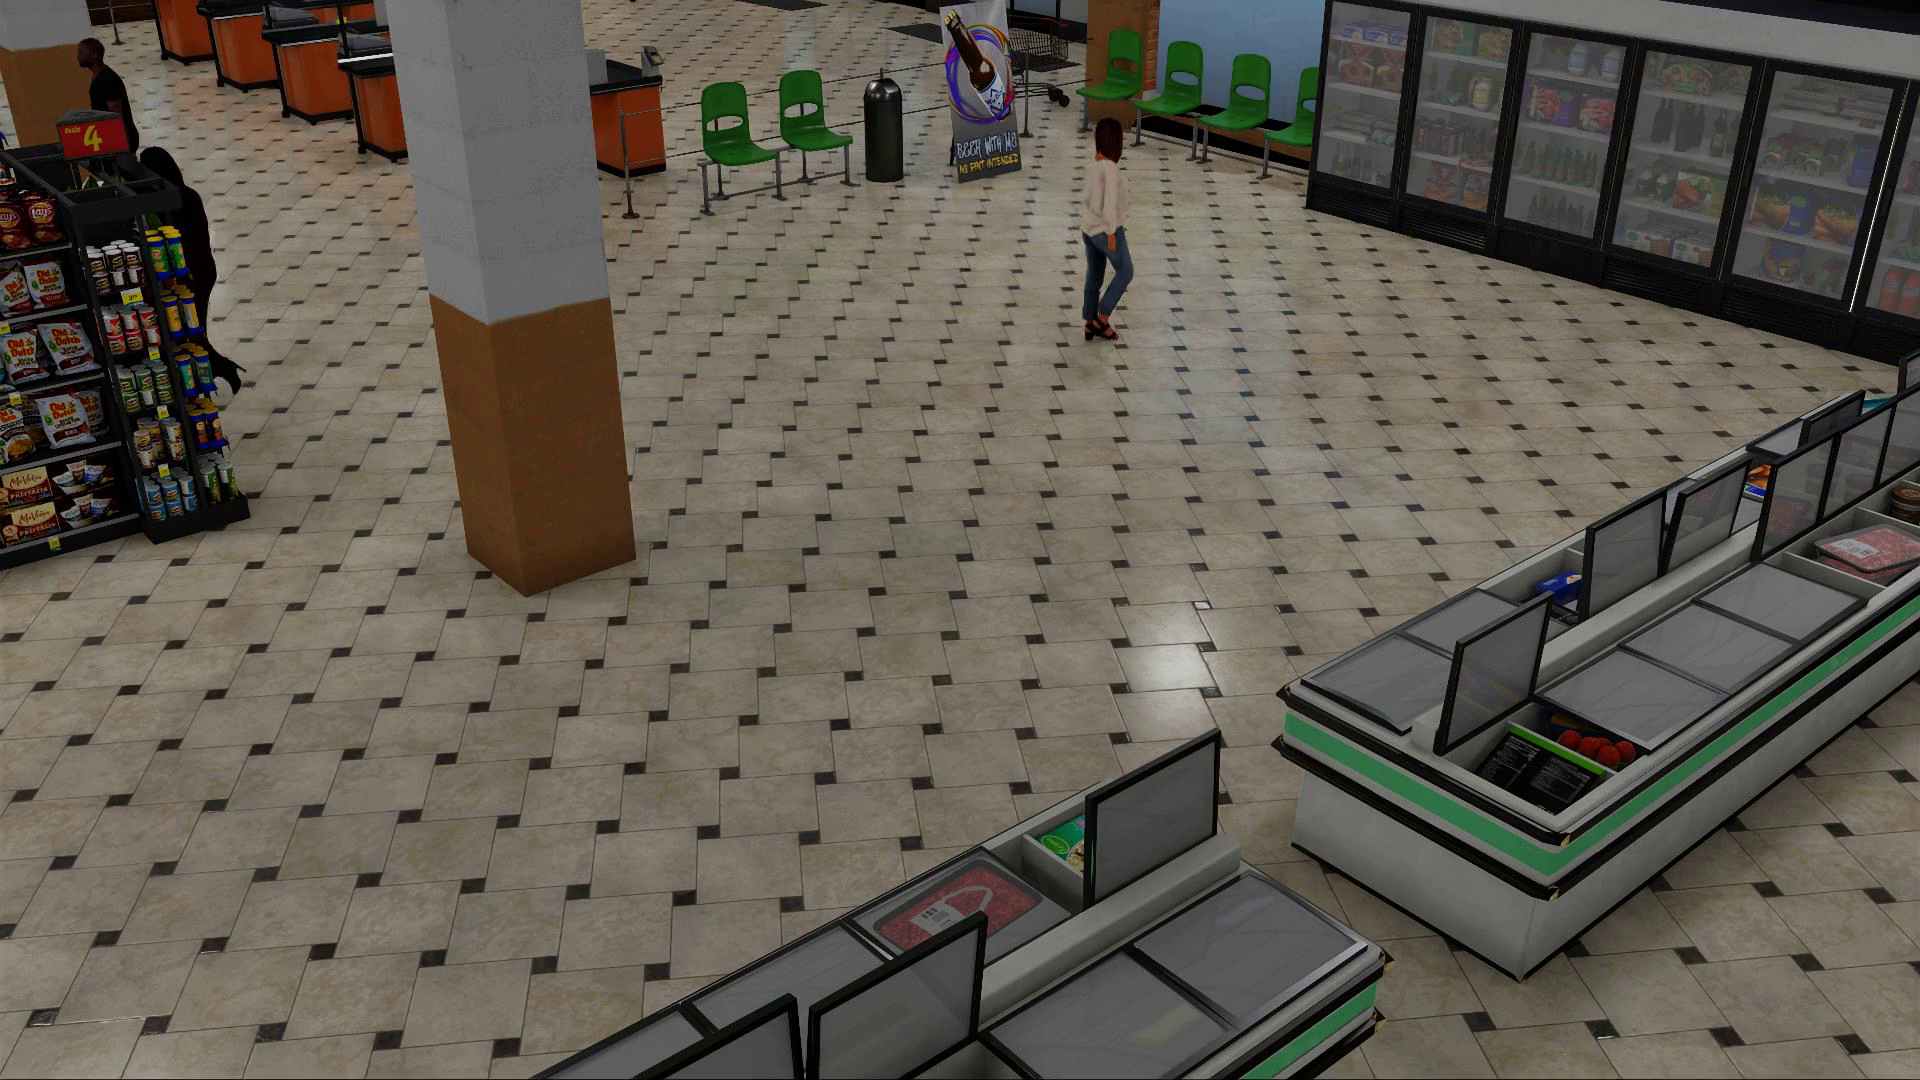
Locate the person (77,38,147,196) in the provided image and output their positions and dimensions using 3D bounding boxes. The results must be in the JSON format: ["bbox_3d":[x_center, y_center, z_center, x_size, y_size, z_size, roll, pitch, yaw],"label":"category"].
[{"bbox_3d":[-7.180,-3.418,14.409,0.913,1.795,0.754,-14,30,-26],"label":"person"}]

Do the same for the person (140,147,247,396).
[{"bbox_3d":[-5.143,-1.734,11.152,0.992,1.737,0.989,8,28,15],"label":"person"}]

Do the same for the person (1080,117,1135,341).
[{"bbox_3d":[0.983,-2.266,12.269,0.757,1.675,0.739,-5,27,-10],"label":"person"}]
